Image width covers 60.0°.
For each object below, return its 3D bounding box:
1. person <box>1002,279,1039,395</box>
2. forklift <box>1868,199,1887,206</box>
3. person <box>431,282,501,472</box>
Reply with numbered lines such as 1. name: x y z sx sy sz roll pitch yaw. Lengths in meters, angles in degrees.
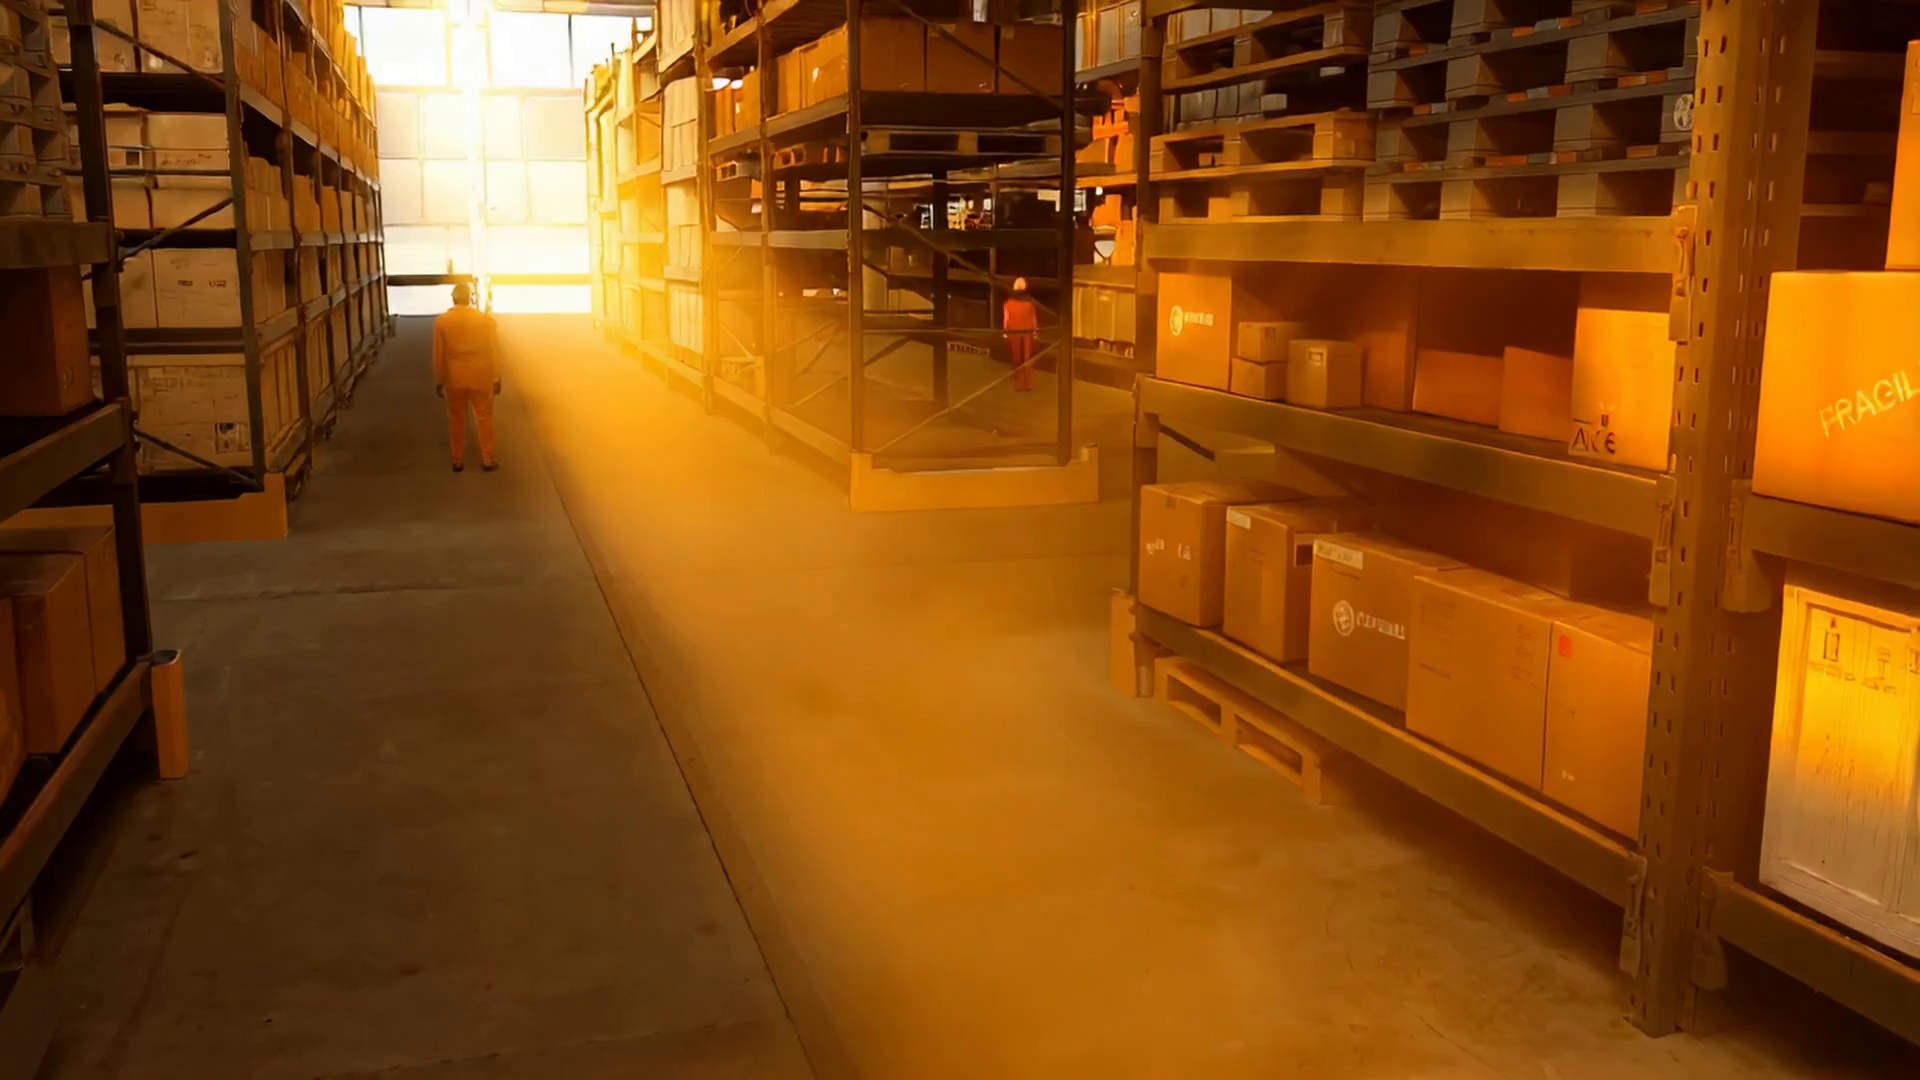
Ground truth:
1. person: 0.903 -3.003 24.712 0.557 1.719 0.907 -1 10 -4
2. forklift: 11.338 -2.915 21.052 1.129 2.768 1.873 -3 11 -17
3. person: -4.935 -1.630 16.685 0.652 1.904 0.403 -2 11 -12
